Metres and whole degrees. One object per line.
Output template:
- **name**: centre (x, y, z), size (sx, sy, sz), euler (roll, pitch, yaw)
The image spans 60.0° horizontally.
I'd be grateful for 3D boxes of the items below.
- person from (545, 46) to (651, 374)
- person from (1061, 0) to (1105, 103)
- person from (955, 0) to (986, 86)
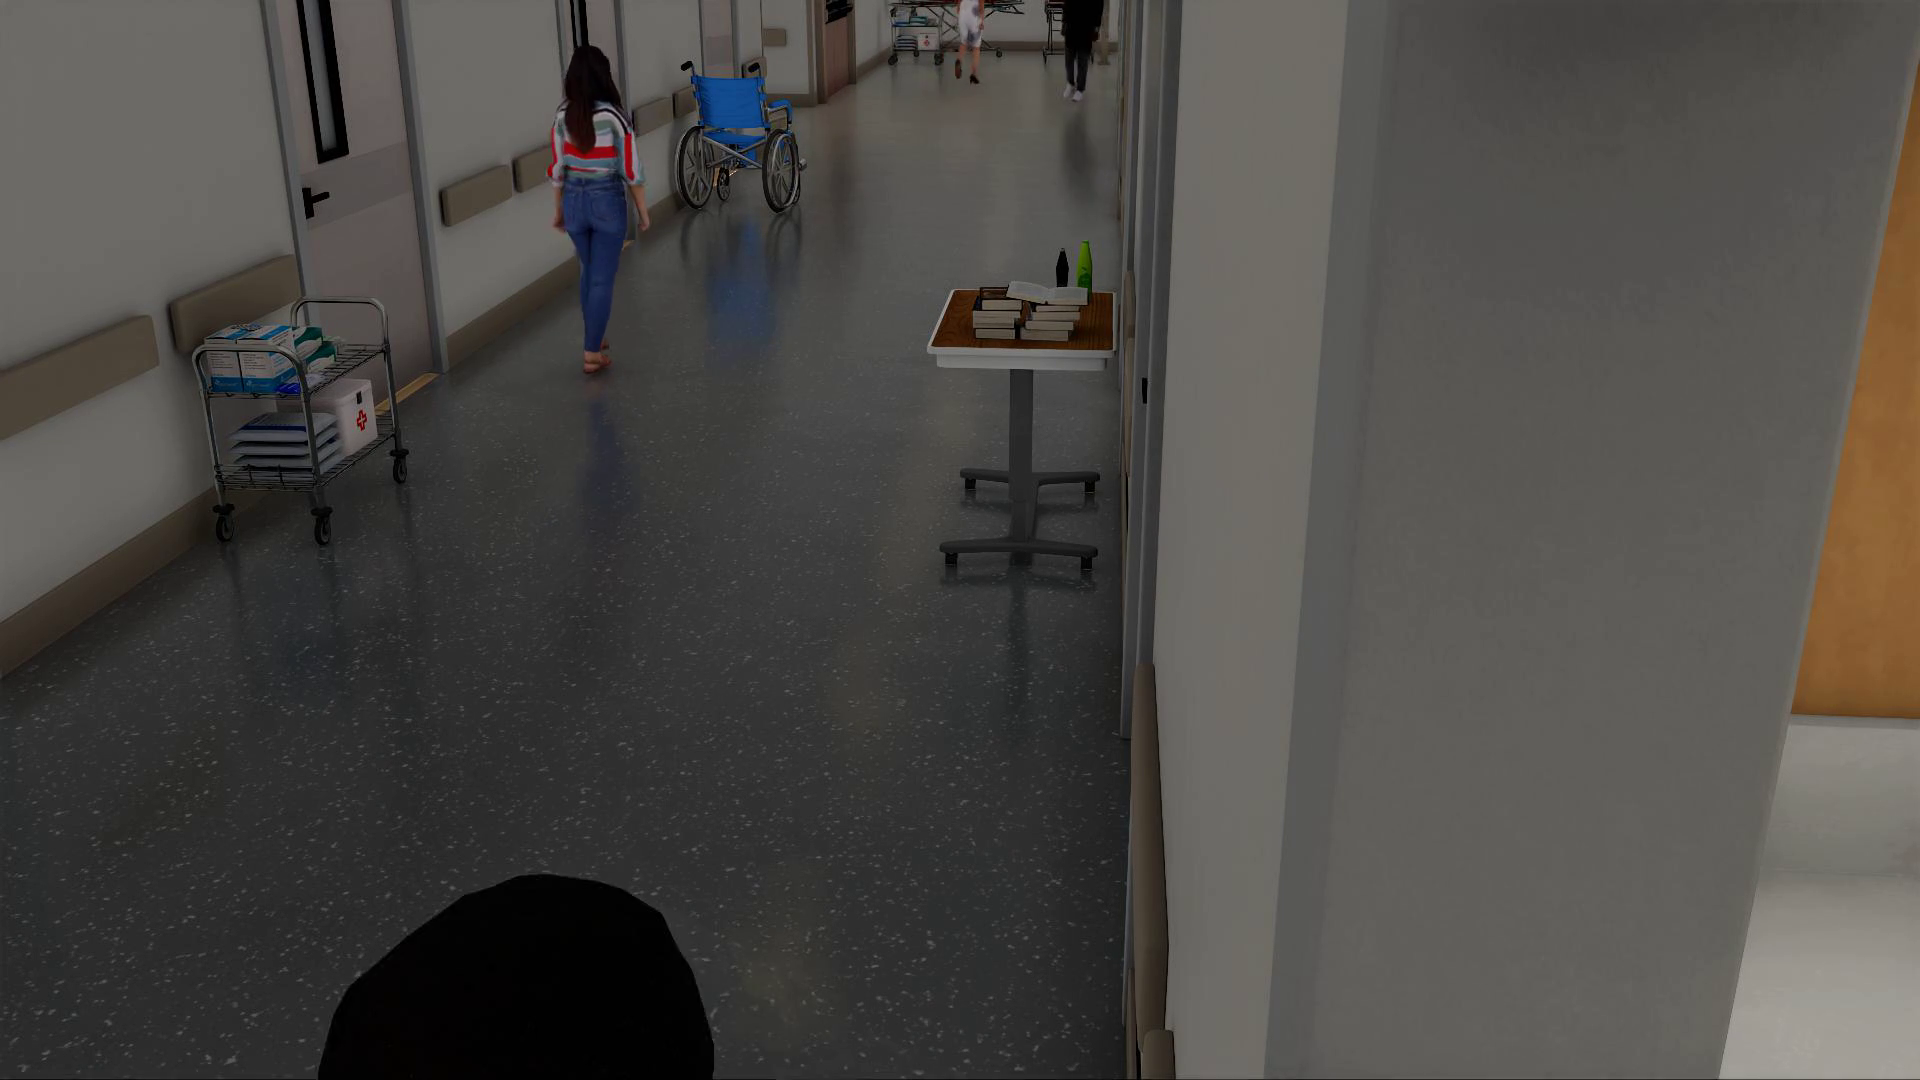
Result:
- **person**: centre (-1.872, -1.628, 8.346), size (0.684, 1.584, 0.730), euler (6, 22, 16)
- **person**: centre (1.521, -6.267, 20.378), size (0.747, 1.737, 0.706), euler (8, 22, 21)
- **person**: centre (0.111, -6.965, 22.220), size (0.763, 1.737, 0.914), euler (10, 23, 25)
